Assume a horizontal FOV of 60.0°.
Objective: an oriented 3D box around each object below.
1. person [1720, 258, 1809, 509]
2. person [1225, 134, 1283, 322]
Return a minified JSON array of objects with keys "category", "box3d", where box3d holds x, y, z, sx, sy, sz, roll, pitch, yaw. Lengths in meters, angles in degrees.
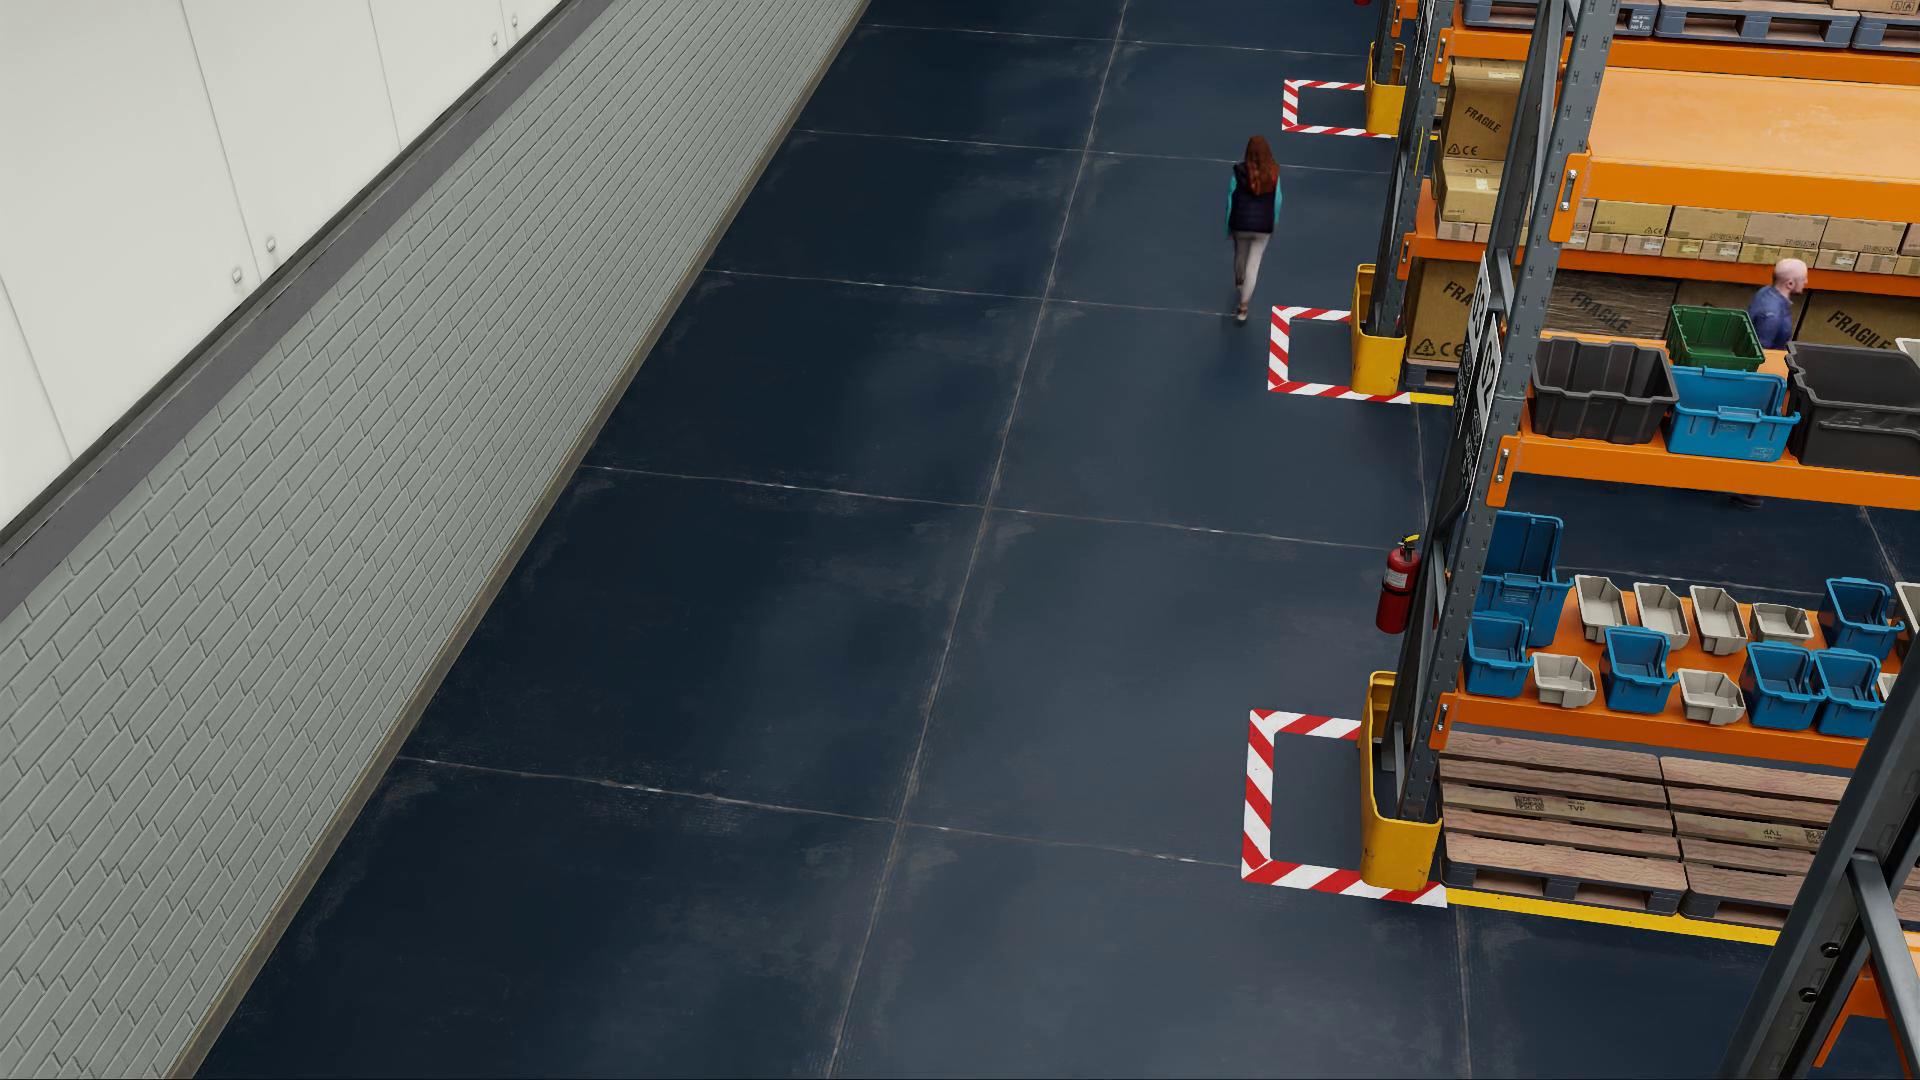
[{"category":"person","box3d":[5.187,-1.052,11.132,0.805,1.805,0.772,9,38,12]},{"category":"person","box3d":[2.318,-2.454,13.265,0.911,1.455,0.668,9,38,12]}]
